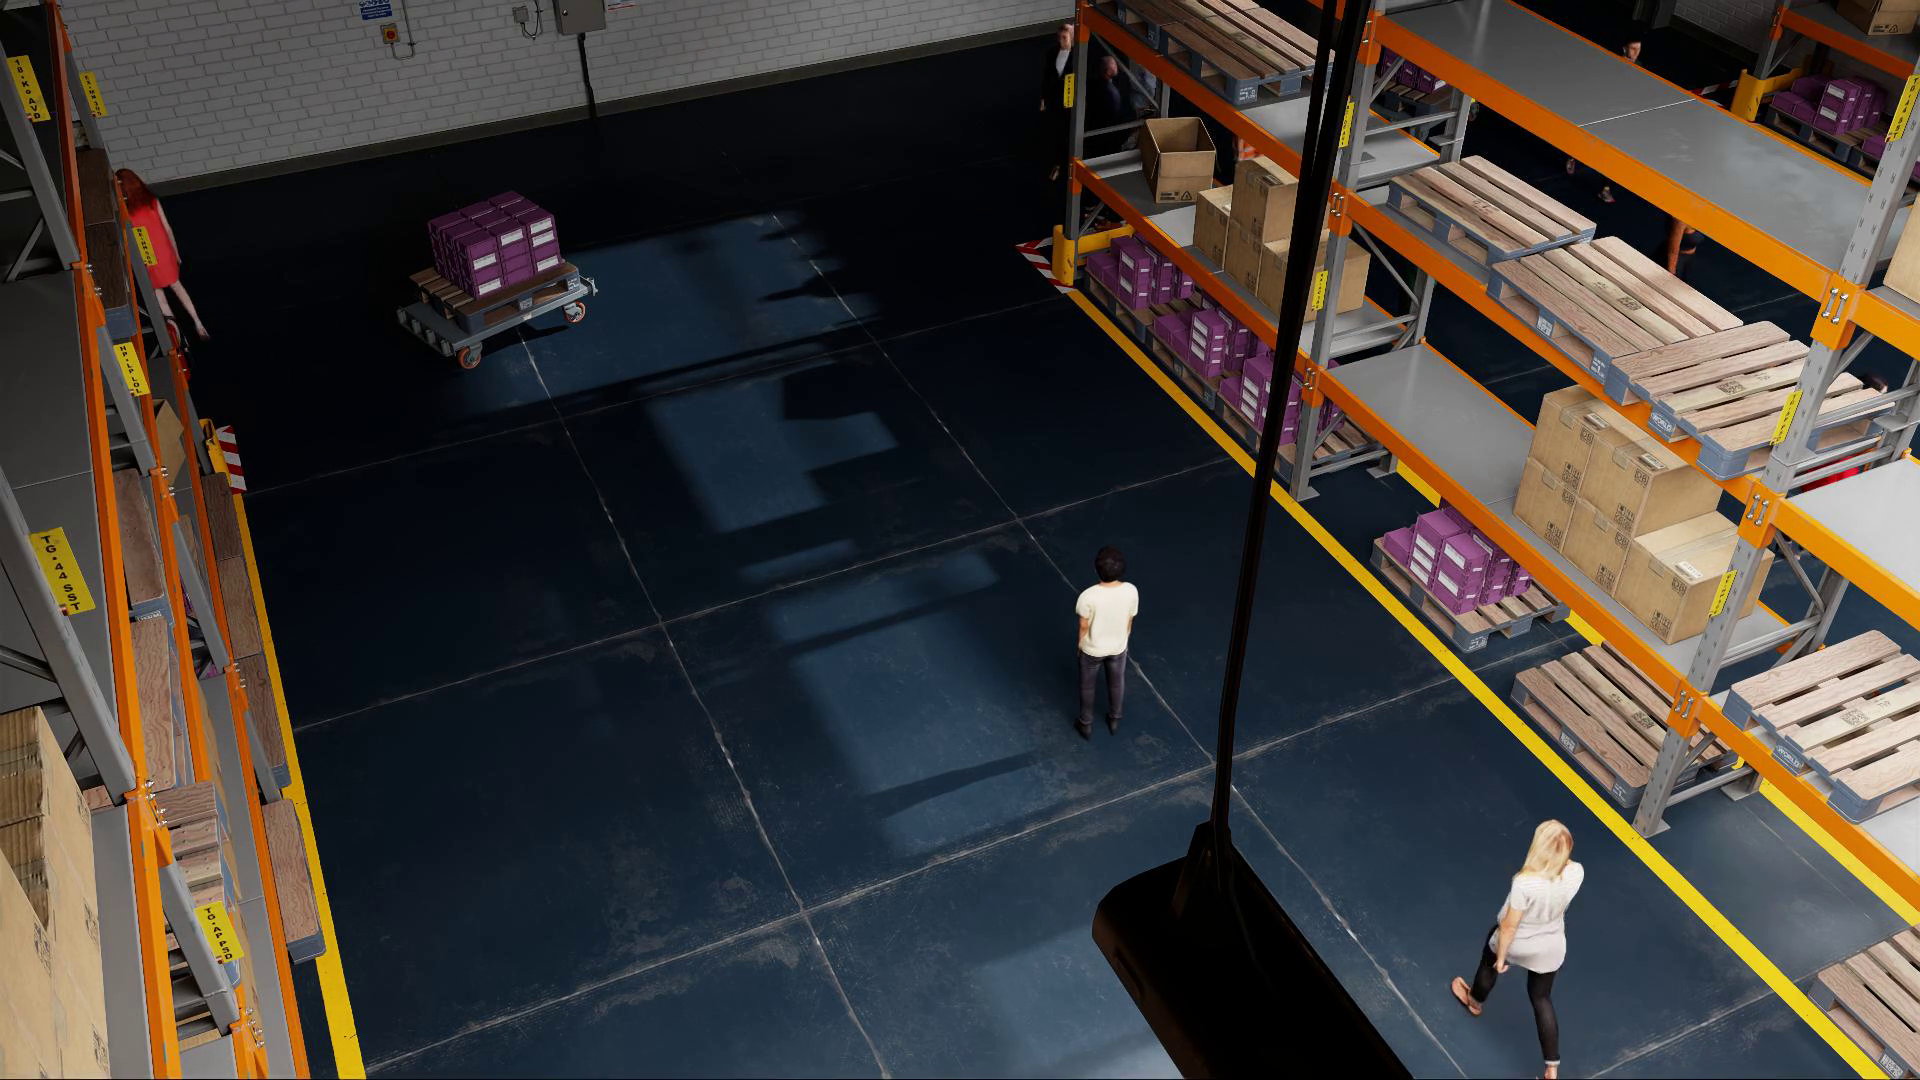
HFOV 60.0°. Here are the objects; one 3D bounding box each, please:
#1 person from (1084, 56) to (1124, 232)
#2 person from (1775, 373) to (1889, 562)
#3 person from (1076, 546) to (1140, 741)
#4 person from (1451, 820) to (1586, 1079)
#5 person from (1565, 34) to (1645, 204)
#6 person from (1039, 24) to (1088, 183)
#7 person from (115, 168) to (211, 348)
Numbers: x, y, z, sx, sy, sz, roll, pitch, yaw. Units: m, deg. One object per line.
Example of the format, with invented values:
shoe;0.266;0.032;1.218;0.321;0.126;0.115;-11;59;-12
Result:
person;1.451;-4.028;16.871;0.740;1.817;0.517;-16;41;-19
person;6.508;-0.549;12.582;0.716;1.733;0.749;-31;48;-33
person;0.960;0.705;11.130;0.611;1.584;0.525;-10;40;-13
person;3.148;2.257;9.022;0.779;1.791;1.207;-8;39;-9
person;6.788;-4.482;17.505;0.885;1.734;1.193;-5;39;-6
person;1.179;-4.736;17.872;1.005;1.673;1.000;21;43;25
person;-7.153;-2.467;14.917;0.930;1.815;0.807;27;46;29
